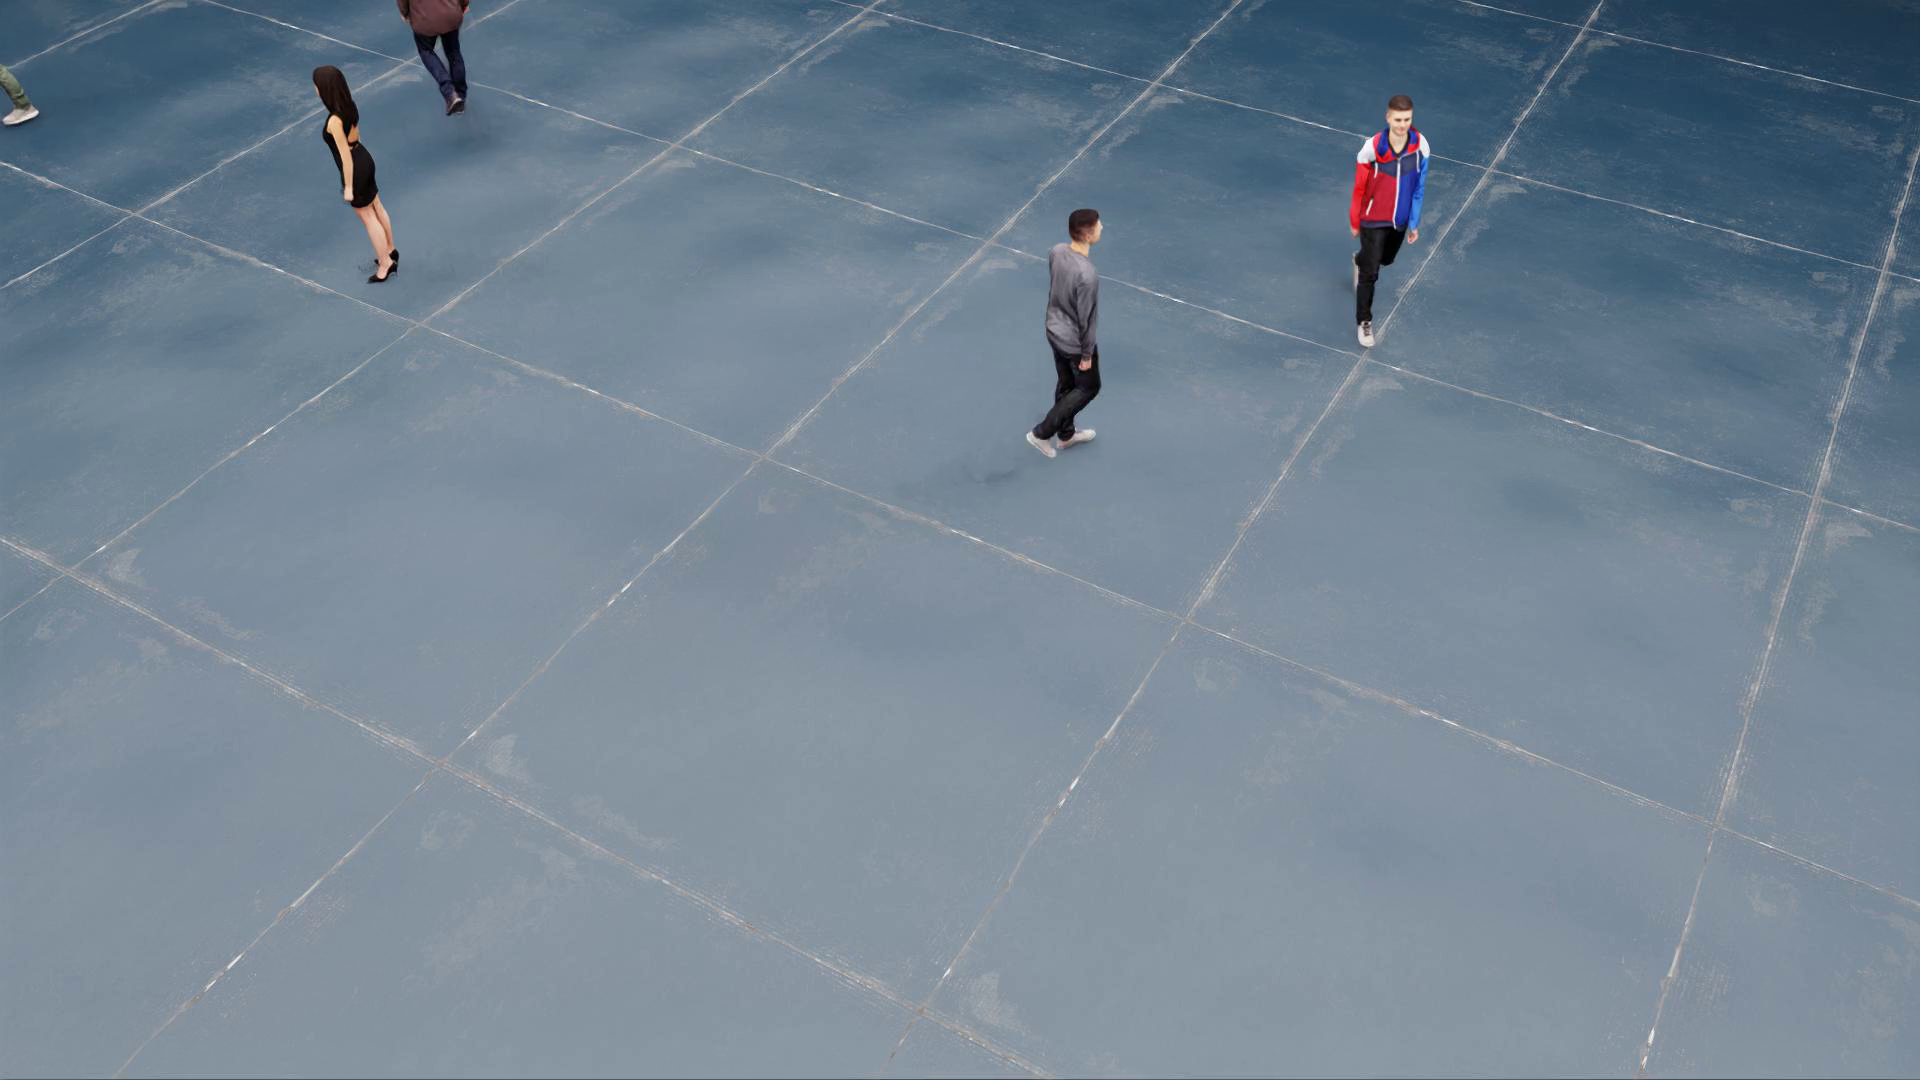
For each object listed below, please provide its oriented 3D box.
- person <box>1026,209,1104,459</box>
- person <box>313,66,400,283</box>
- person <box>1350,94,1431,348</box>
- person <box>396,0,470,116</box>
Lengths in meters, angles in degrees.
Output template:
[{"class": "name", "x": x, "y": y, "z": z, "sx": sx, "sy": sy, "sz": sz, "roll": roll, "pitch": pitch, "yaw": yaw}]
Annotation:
[{"class": "person", "x": 0.622, "y": -1.231, "z": 10.280, "sx": 0.923, "sy": 1.749, "sz": 0.826, "roll": -22, "pitch": 46, "yaw": -22}, {"class": "person", "x": -4.292, "y": -2.608, "z": 11.872, "sx": 0.705, "sy": 1.648, "sz": 0.592, "roll": 0, "pitch": 42, "yaw": 0}, {"class": "person", "x": 2.898, "y": -2.262, "z": 11.431, "sx": 1.070, "sy": 1.728, "sz": 1.186, "roll": -6, "pitch": 43, "yaw": -7}, {"class": "person", "x": -4.273, "y": -4.309, "z": 13.604, "sx": 0.927, "sy": 1.838, "sz": 1.000, "roll": -21, "pitch": 46, "yaw": -22}]
